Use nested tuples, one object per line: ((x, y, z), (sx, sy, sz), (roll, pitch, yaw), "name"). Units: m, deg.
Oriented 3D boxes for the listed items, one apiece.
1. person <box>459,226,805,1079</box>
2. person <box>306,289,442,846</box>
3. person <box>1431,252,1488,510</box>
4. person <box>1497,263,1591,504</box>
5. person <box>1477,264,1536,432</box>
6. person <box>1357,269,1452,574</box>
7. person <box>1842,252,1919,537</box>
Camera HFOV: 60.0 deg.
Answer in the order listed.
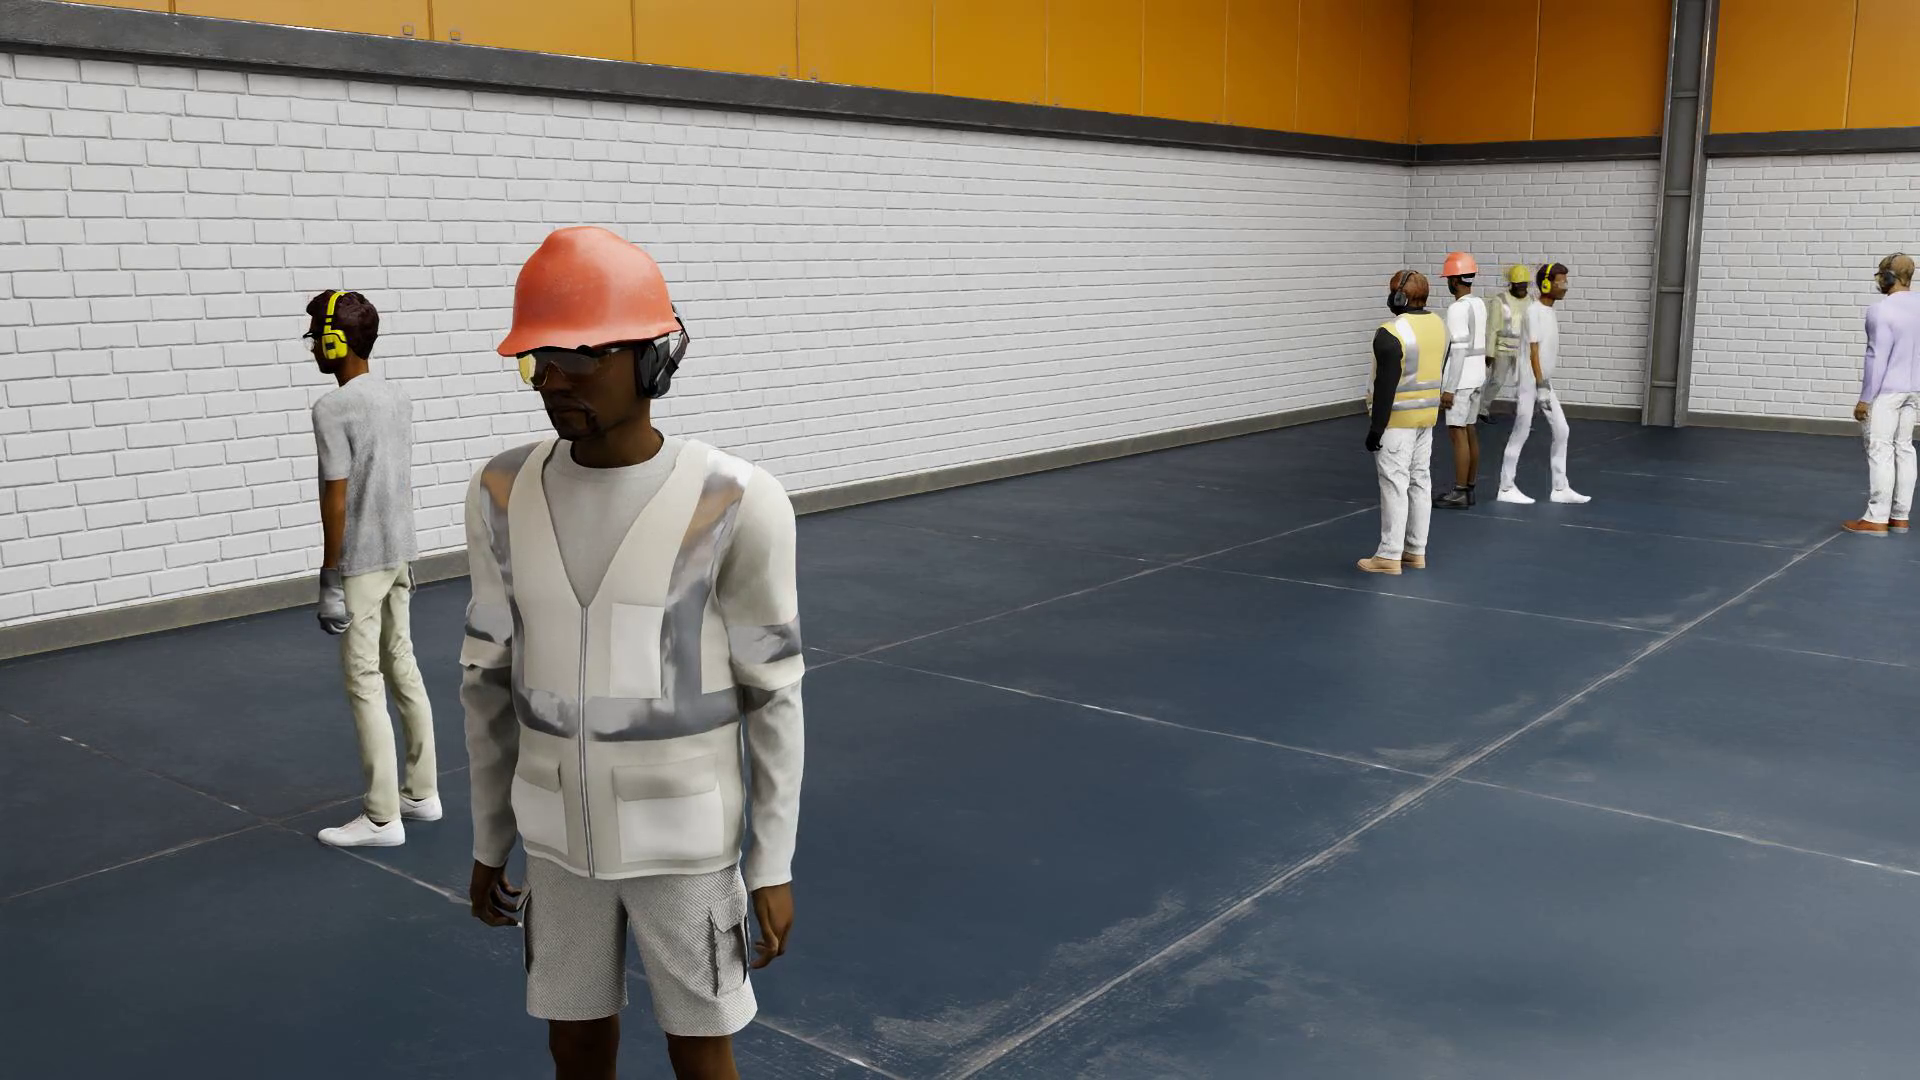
((-0.575, 0.505, 2.828), (0.615, 2.041, 0.392), (3, 11, 15), "person")
((-1.991, 0.098, 5.595), (0.317, 1.862, 0.516), (2, 10, 11), "person")
((3.751, -1.192, 12.530), (0.375, 1.934, 0.547), (7, 12, 34), "person")
((4.473, -1.162, 12.617), (0.797, 1.840, 0.523), (10, 14, 43), "person")
((5.881, -2.067, 17.846), (0.646, 1.780, 0.901), (-3, 11, -16), "person")
((2.688, -0.714, 10.135), (0.627, 1.847, 0.429), (-9, 14, -41), "person")
((6.384, -0.992, 11.416), (0.635, 1.936, 0.355), (-6, 12, -29), "person")
